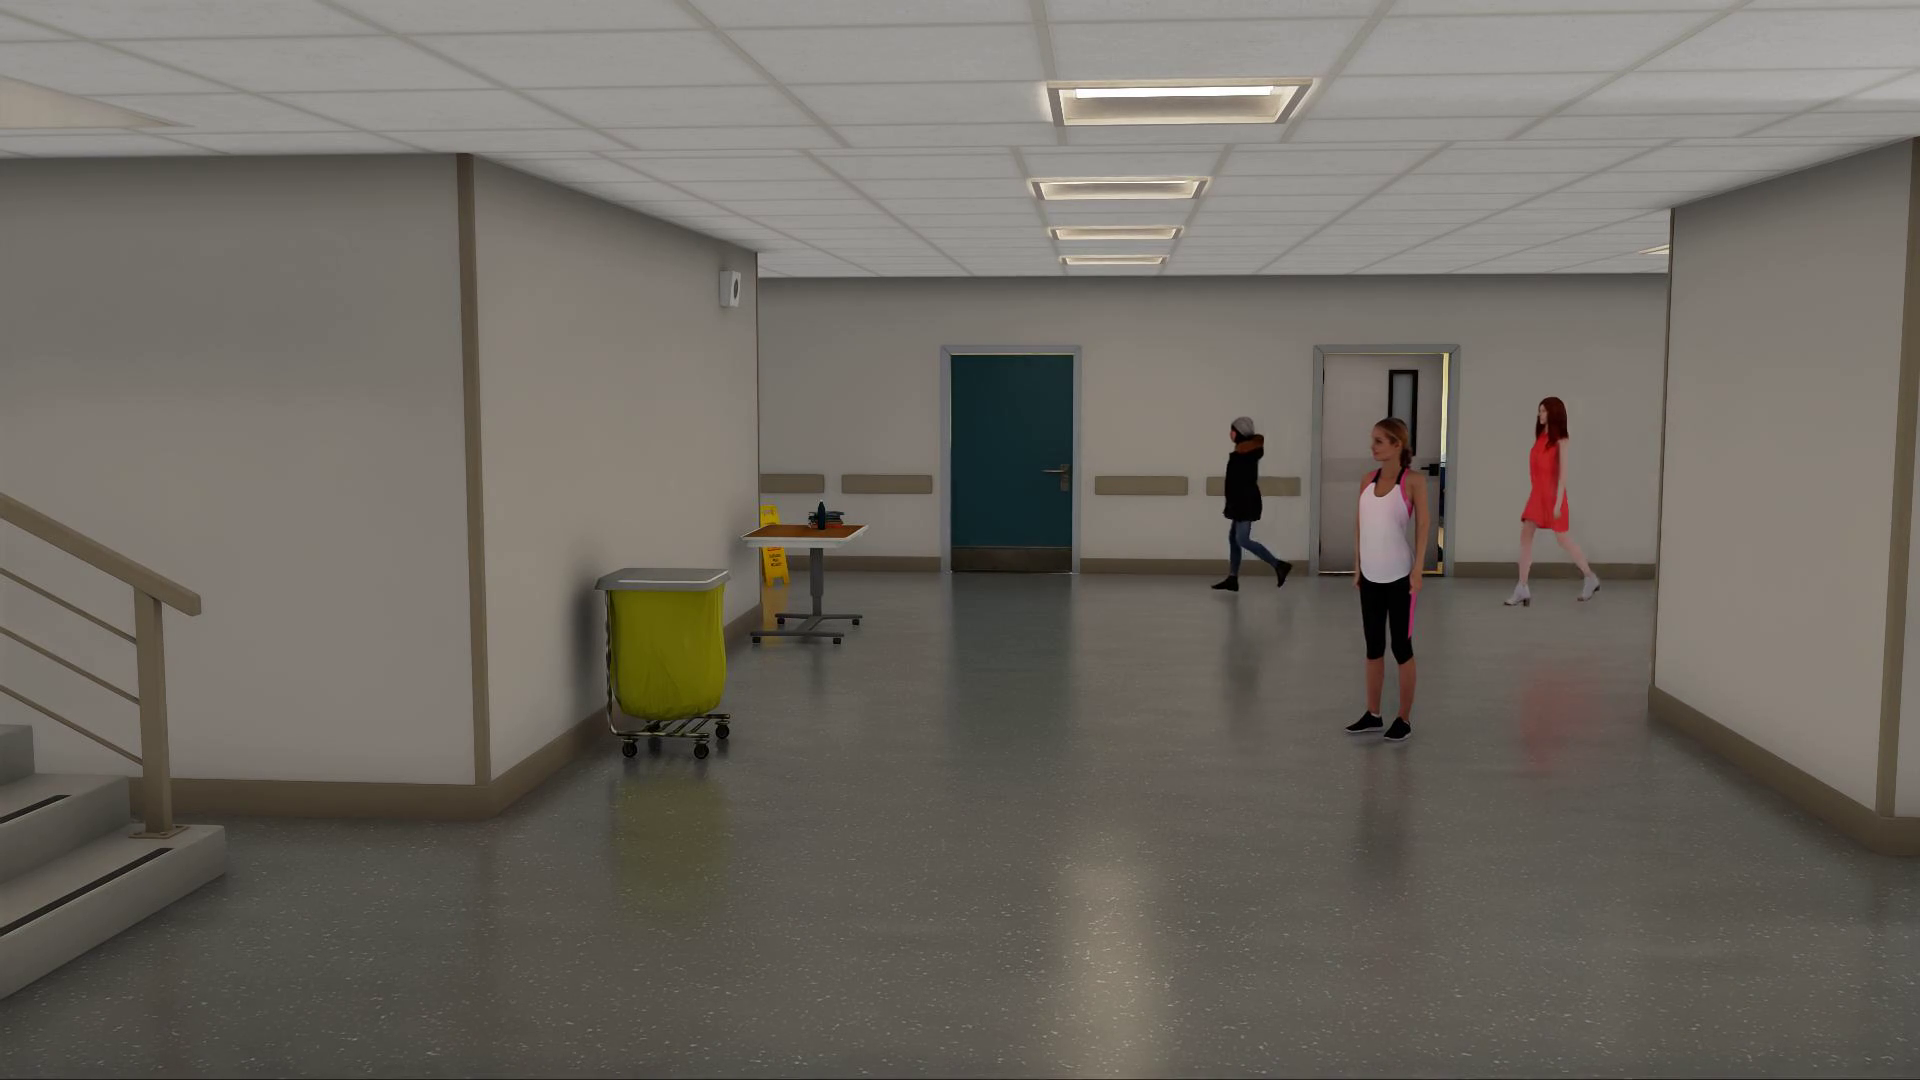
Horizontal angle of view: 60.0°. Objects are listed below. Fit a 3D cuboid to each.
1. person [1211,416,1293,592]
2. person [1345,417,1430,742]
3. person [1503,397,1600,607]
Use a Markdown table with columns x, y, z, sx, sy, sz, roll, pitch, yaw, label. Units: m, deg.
| x | y | z | sx | sy | sz | roll | pitch | yaw | label |
| --- | --- | --- | --- | --- | --- | --- | --- | --- | --- |
| 2.685 | -0.307 | 15.252 | 1.011 | 1.614 | 0.716 | 2 | 6 | 15 | person |
| 2.387 | 0.211 | 9.234 | 0.731 | 1.786 | 0.671 | -5 | 8 | -40 | person |
| 5.133 | -0.293 | 14.232 | 1.193 | 1.790 | 0.861 | -1 | 6 | -14 | person |
